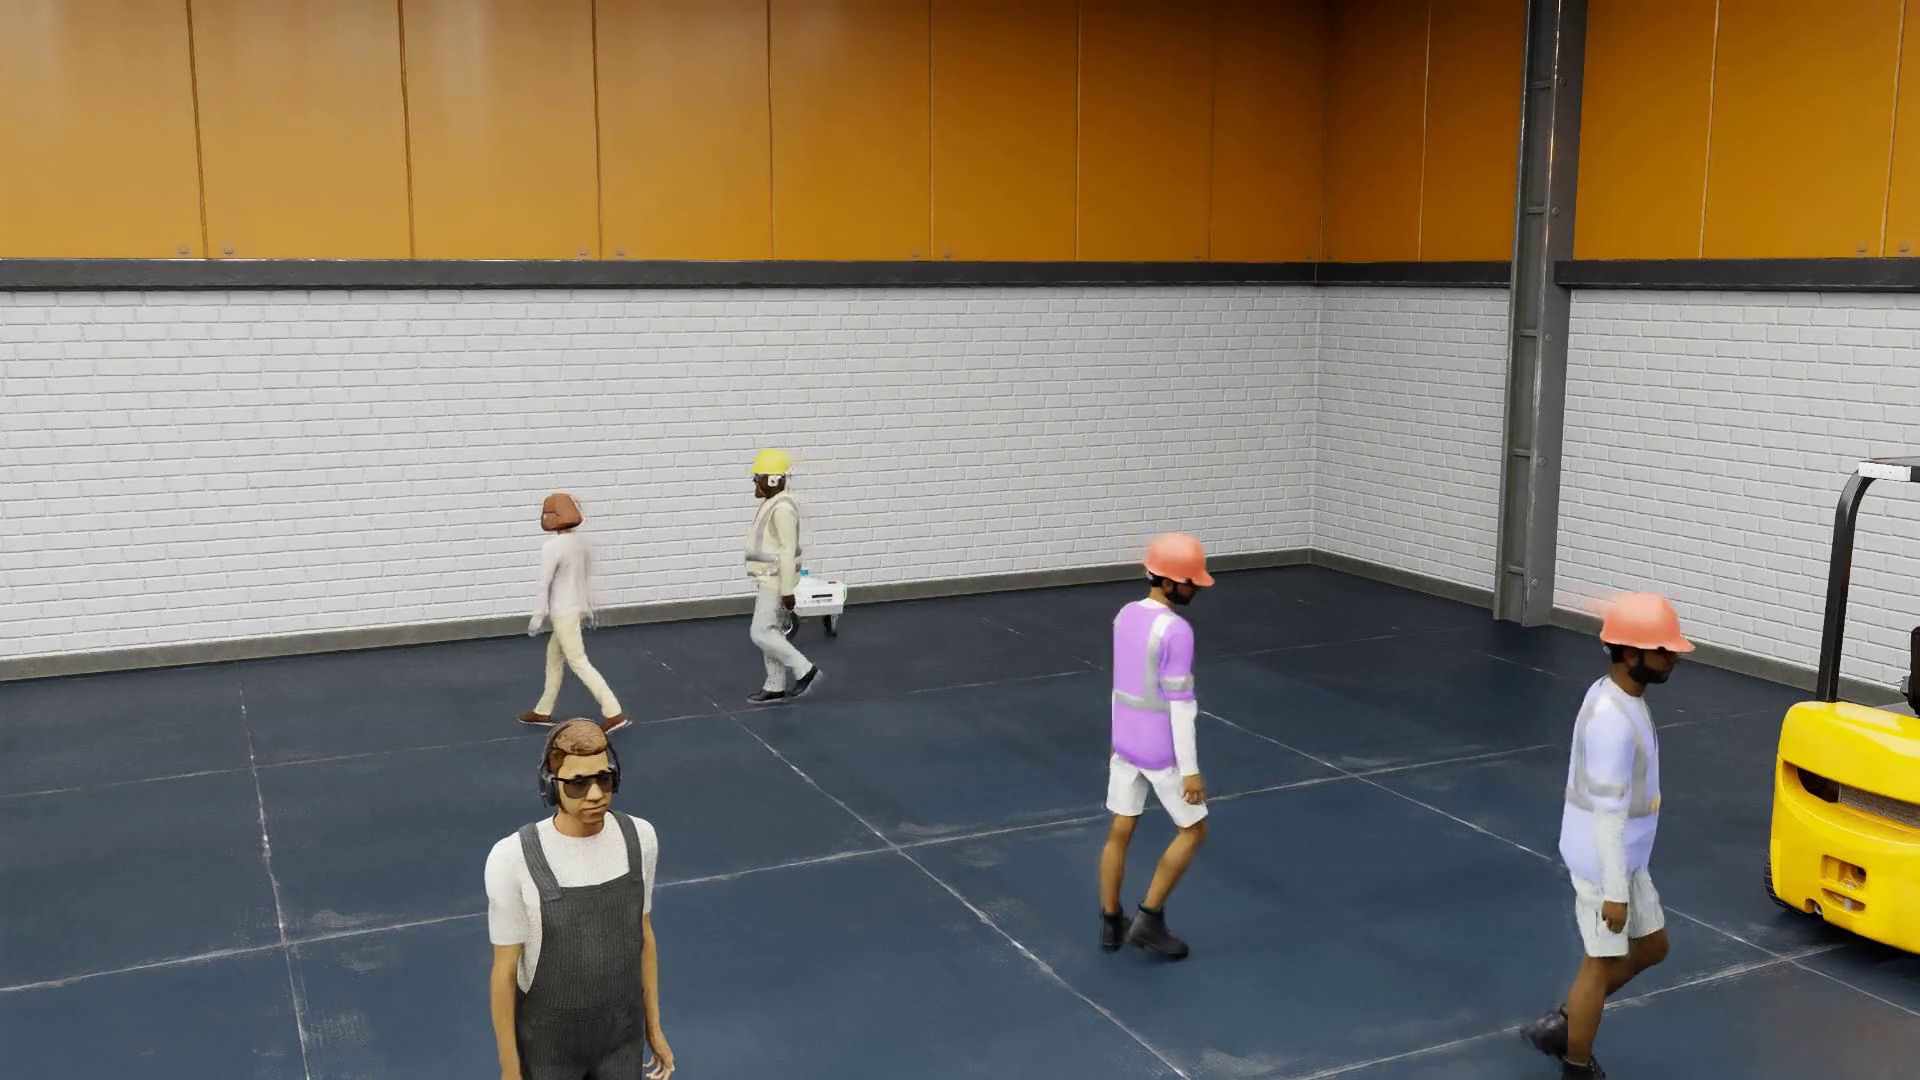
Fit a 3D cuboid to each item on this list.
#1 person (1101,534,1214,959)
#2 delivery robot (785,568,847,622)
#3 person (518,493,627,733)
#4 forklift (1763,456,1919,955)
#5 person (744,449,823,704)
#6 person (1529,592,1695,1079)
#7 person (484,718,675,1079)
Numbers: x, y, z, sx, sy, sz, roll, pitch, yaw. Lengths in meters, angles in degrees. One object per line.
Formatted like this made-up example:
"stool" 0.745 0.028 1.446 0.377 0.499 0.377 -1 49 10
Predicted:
"person" 0.870 0.916 7.294 0.438 1.908 0.653 -5 10 -27
"delivery robot" -1.316 0.475 13.925 0.707 0.478 0.477 -4 10 -21
"person" -2.564 0.485 10.938 0.842 1.593 0.515 3 9 15
"forklift" 4.857 0.731 7.561 2.313 2.155 1.214 -4 10 -25
"person" -1.279 0.264 11.618 0.456 1.817 0.598 -1 9 -9
"person" 2.350 1.127 5.920 0.401 1.923 0.572 4 10 26
"person" -1.033 1.386 4.573 0.507 1.847 0.343 -7 12 -39
